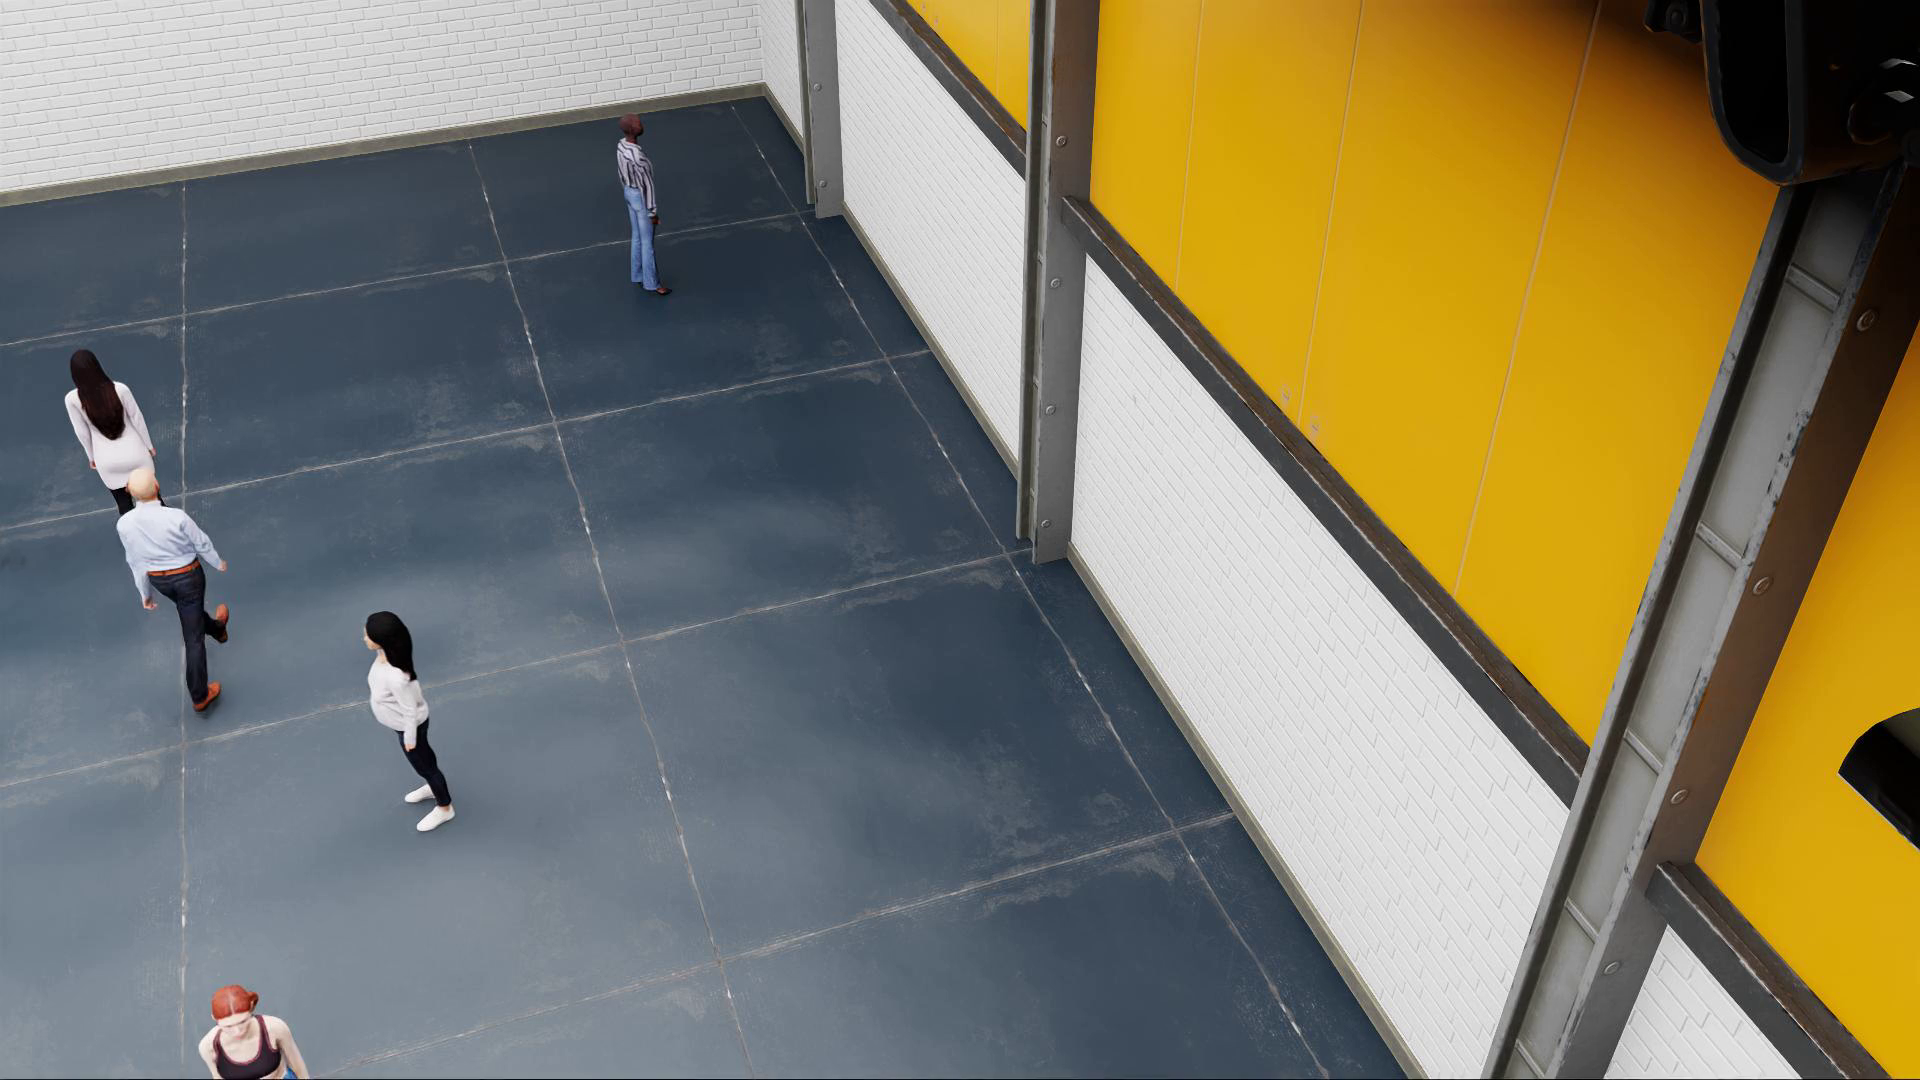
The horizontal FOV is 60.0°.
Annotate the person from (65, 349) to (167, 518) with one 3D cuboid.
[{"bbox_3d":[-6.256,-0.622,12.374,0.623,1.807,0.525,-16,41,-19],"label":"person"}]

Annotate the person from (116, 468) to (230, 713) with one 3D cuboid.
[{"bbox_3d":[-5.269,0.367,11.194,0.907,1.733,1.324,-2,39,-2],"label":"person"}]

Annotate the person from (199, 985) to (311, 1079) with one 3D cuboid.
[{"bbox_3d":[-3.405,2.728,8.205,0.582,1.773,0.647,-14,41,-17],"label":"person"}]

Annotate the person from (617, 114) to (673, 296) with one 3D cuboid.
[{"bbox_3d":[-2.985,-3.131,15.525,0.742,1.795,0.560,-23,44,-26],"label":"person"}]

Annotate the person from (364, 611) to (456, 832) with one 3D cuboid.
[{"bbox_3d":[-3.413,1.100,10.304,0.696,1.700,0.518,-18,42,-21],"label":"person"}]
